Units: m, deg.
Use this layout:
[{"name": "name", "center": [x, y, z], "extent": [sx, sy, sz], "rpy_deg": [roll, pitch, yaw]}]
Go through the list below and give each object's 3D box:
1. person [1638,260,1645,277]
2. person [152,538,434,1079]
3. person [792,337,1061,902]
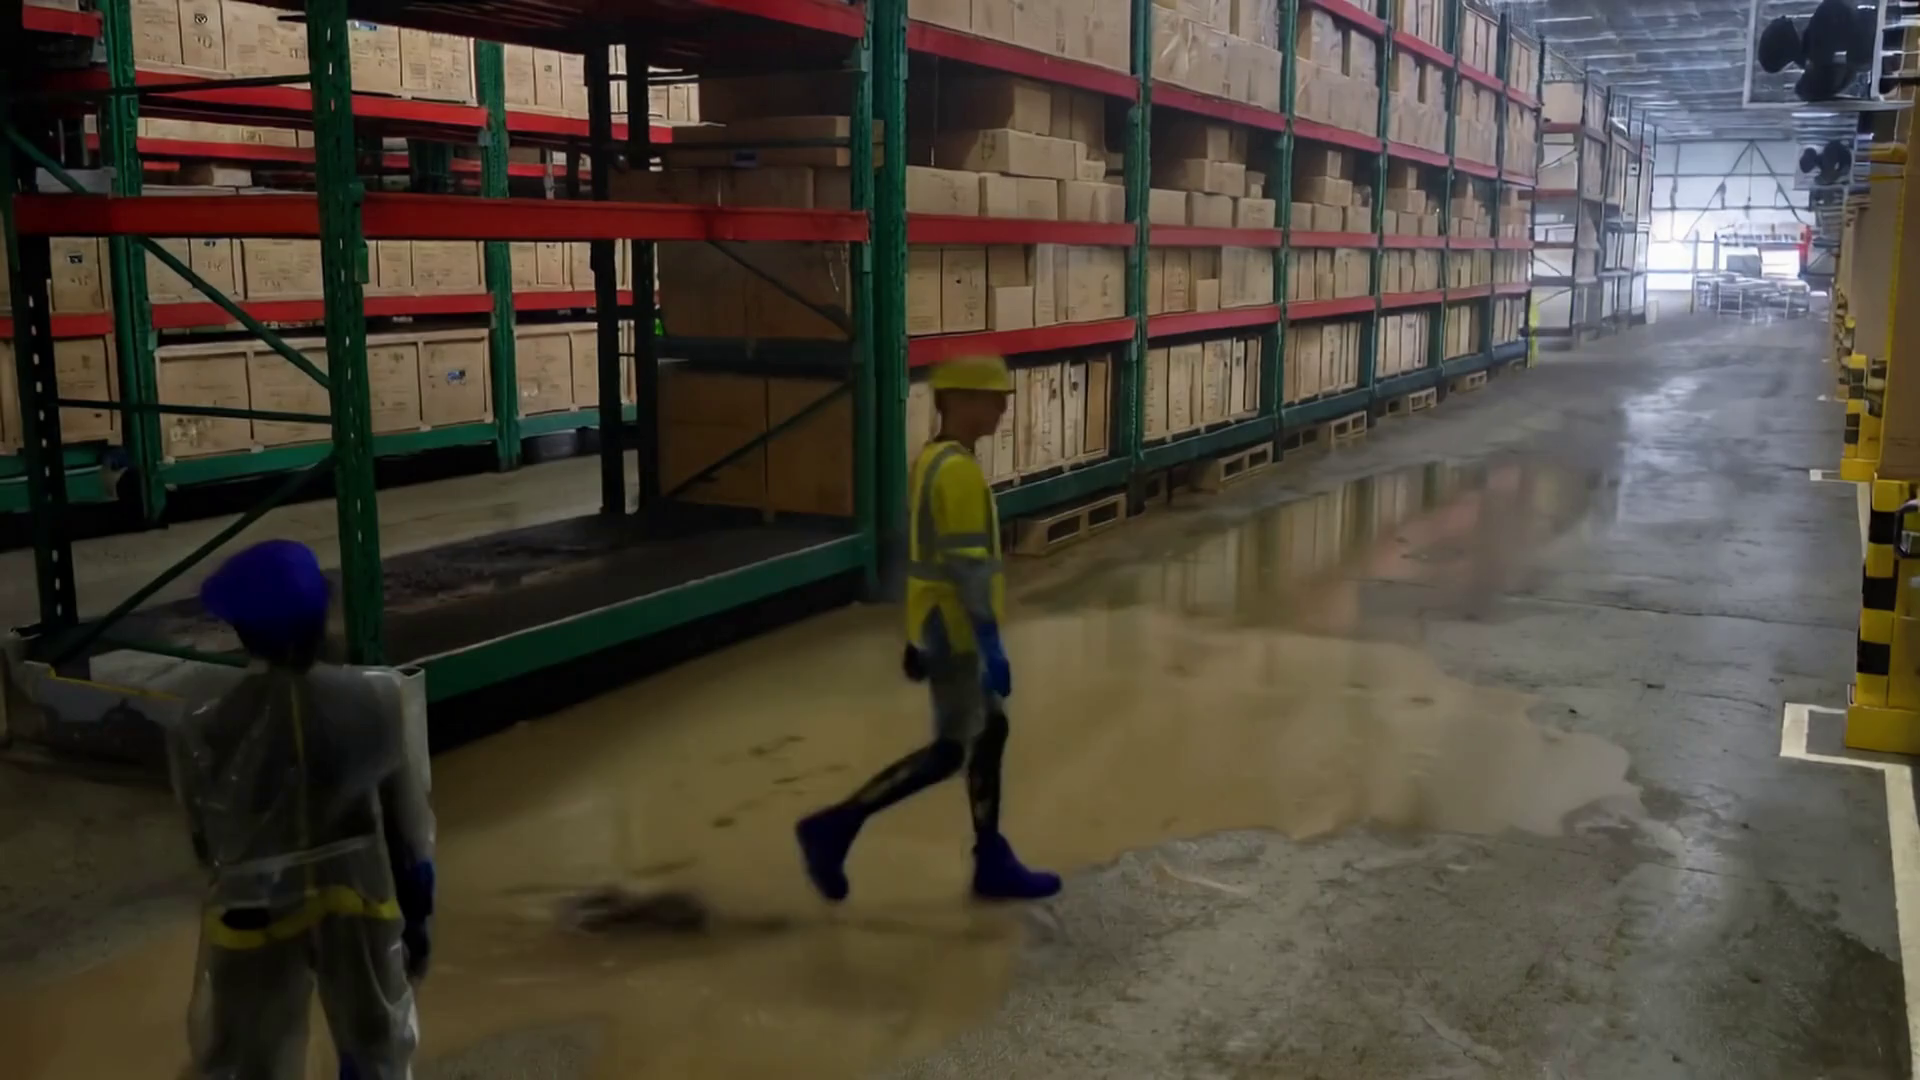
[{"name": "person", "center": [33.717, -12.975, 82.186], "extent": [0.353, 1.937, 0.635], "rpy_deg": [5, 11, 27]}, {"name": "person", "center": [-1.279, 0.809, 3.261], "extent": [0.522, 1.636, 0.310], "rpy_deg": [-8, 13, -39]}, {"name": "person", "center": [-0.105, 0.290, 5.478], "extent": [0.832, 1.915, 0.537], "rpy_deg": [-1, 10, -4]}]
